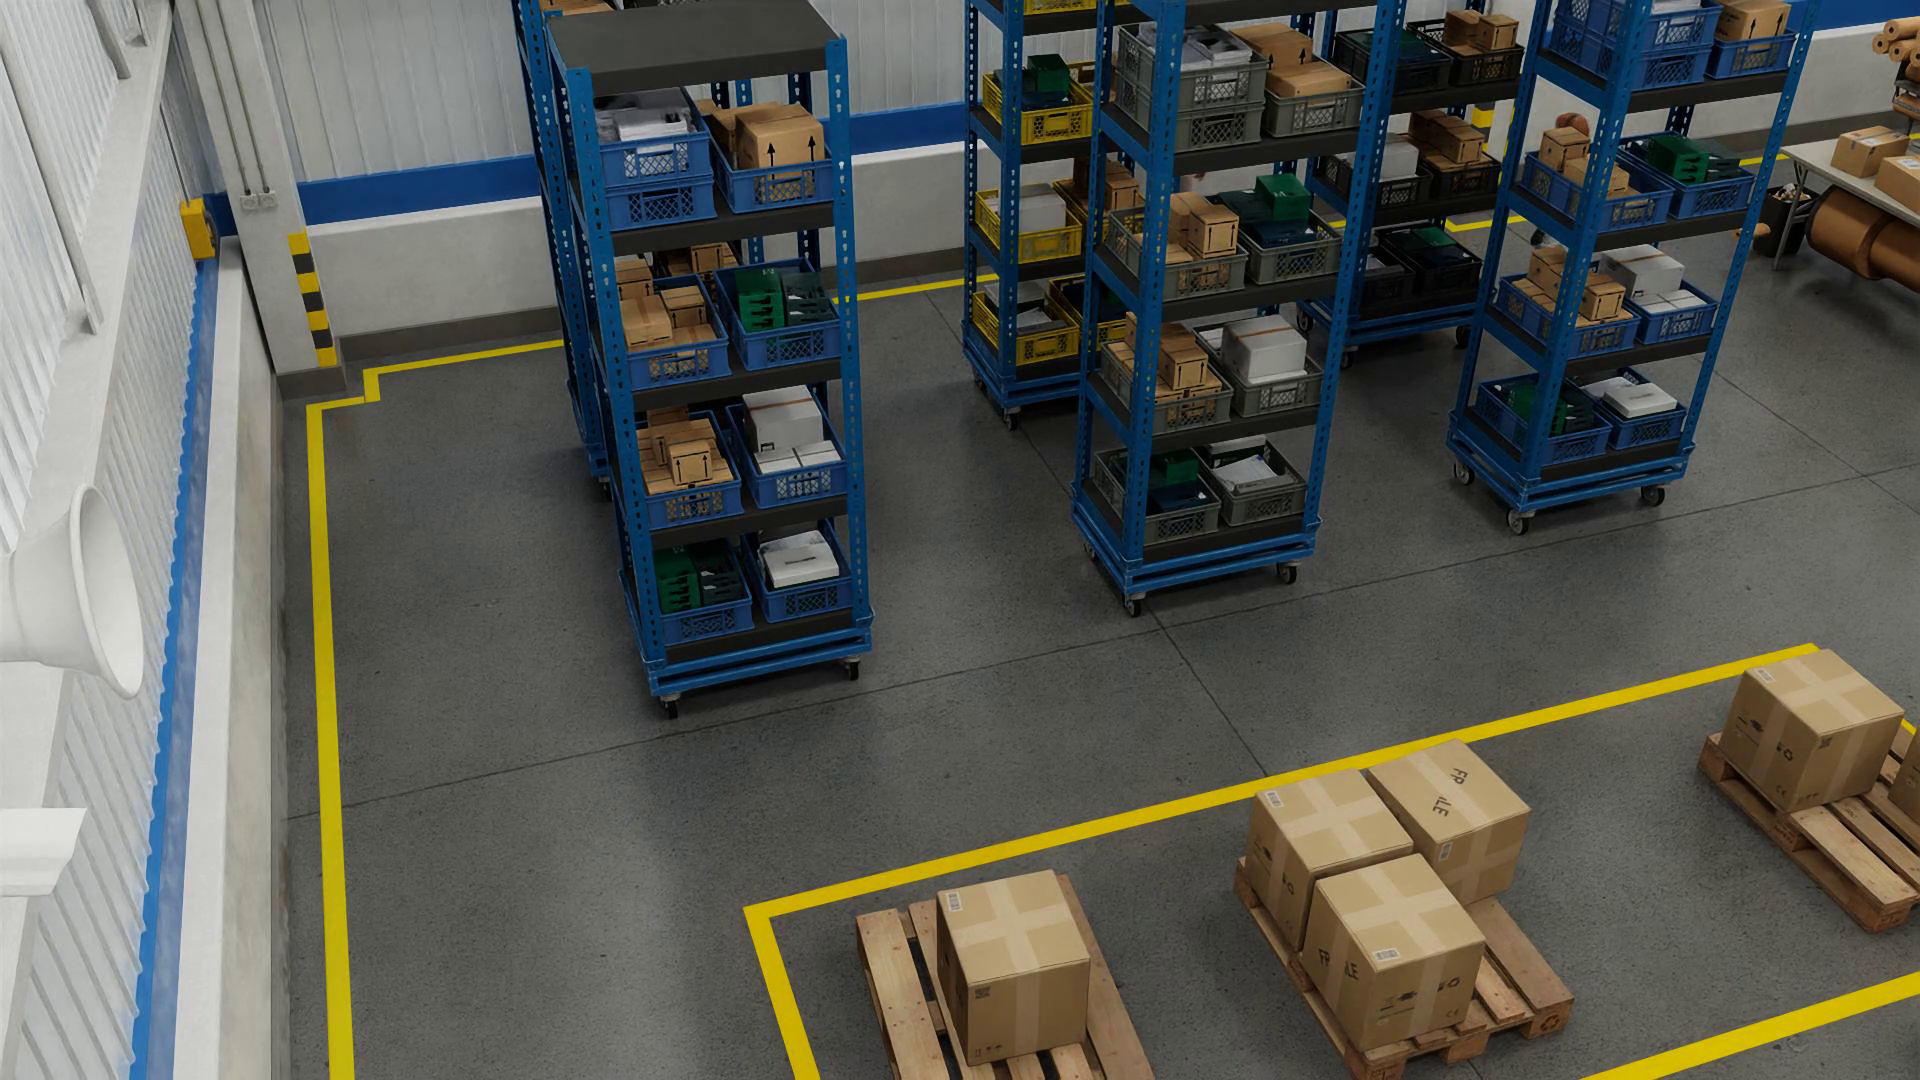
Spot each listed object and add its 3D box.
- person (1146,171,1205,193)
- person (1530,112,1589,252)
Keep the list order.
[{"bbox_3d":[1.631,-2.861,12.604,0.609,1.995,0.376,-27,43,-33],"label":"person"},{"bbox_3d":[4.337,-2.313,12.132,0.308,1.636,0.523,27,43,33],"label":"person"}]
